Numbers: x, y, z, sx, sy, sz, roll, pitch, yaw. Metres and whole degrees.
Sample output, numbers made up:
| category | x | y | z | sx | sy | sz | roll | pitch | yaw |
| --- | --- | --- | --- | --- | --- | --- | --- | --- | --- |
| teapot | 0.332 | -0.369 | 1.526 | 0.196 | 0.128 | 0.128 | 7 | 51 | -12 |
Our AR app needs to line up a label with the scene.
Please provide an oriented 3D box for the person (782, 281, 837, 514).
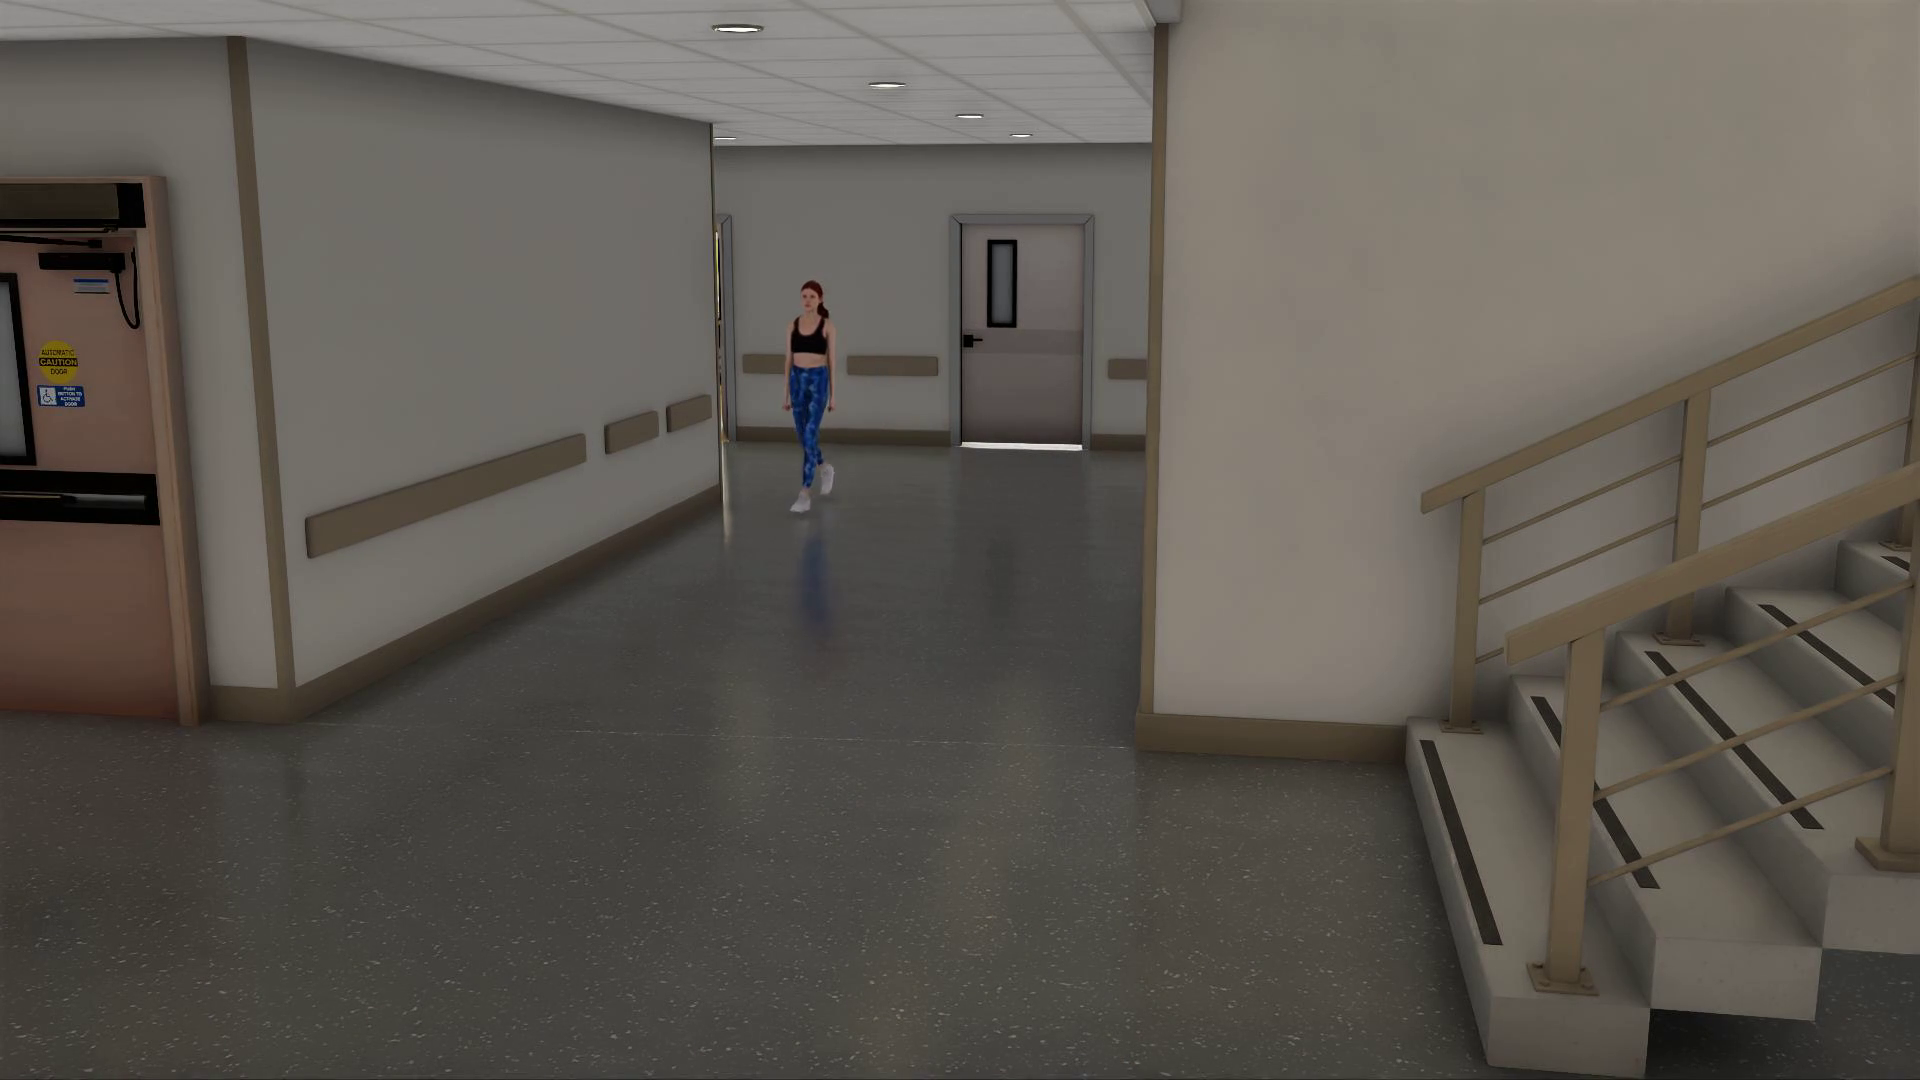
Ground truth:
| category | x | y | z | sx | sy | sz | roll | pitch | yaw |
| --- | --- | --- | --- | --- | --- | --- | --- | --- | --- |
| person | -1.157 | -1.114 | 13.015 | 1.129 | 1.755 | 0.731 | 3 | 11 | 17 |
